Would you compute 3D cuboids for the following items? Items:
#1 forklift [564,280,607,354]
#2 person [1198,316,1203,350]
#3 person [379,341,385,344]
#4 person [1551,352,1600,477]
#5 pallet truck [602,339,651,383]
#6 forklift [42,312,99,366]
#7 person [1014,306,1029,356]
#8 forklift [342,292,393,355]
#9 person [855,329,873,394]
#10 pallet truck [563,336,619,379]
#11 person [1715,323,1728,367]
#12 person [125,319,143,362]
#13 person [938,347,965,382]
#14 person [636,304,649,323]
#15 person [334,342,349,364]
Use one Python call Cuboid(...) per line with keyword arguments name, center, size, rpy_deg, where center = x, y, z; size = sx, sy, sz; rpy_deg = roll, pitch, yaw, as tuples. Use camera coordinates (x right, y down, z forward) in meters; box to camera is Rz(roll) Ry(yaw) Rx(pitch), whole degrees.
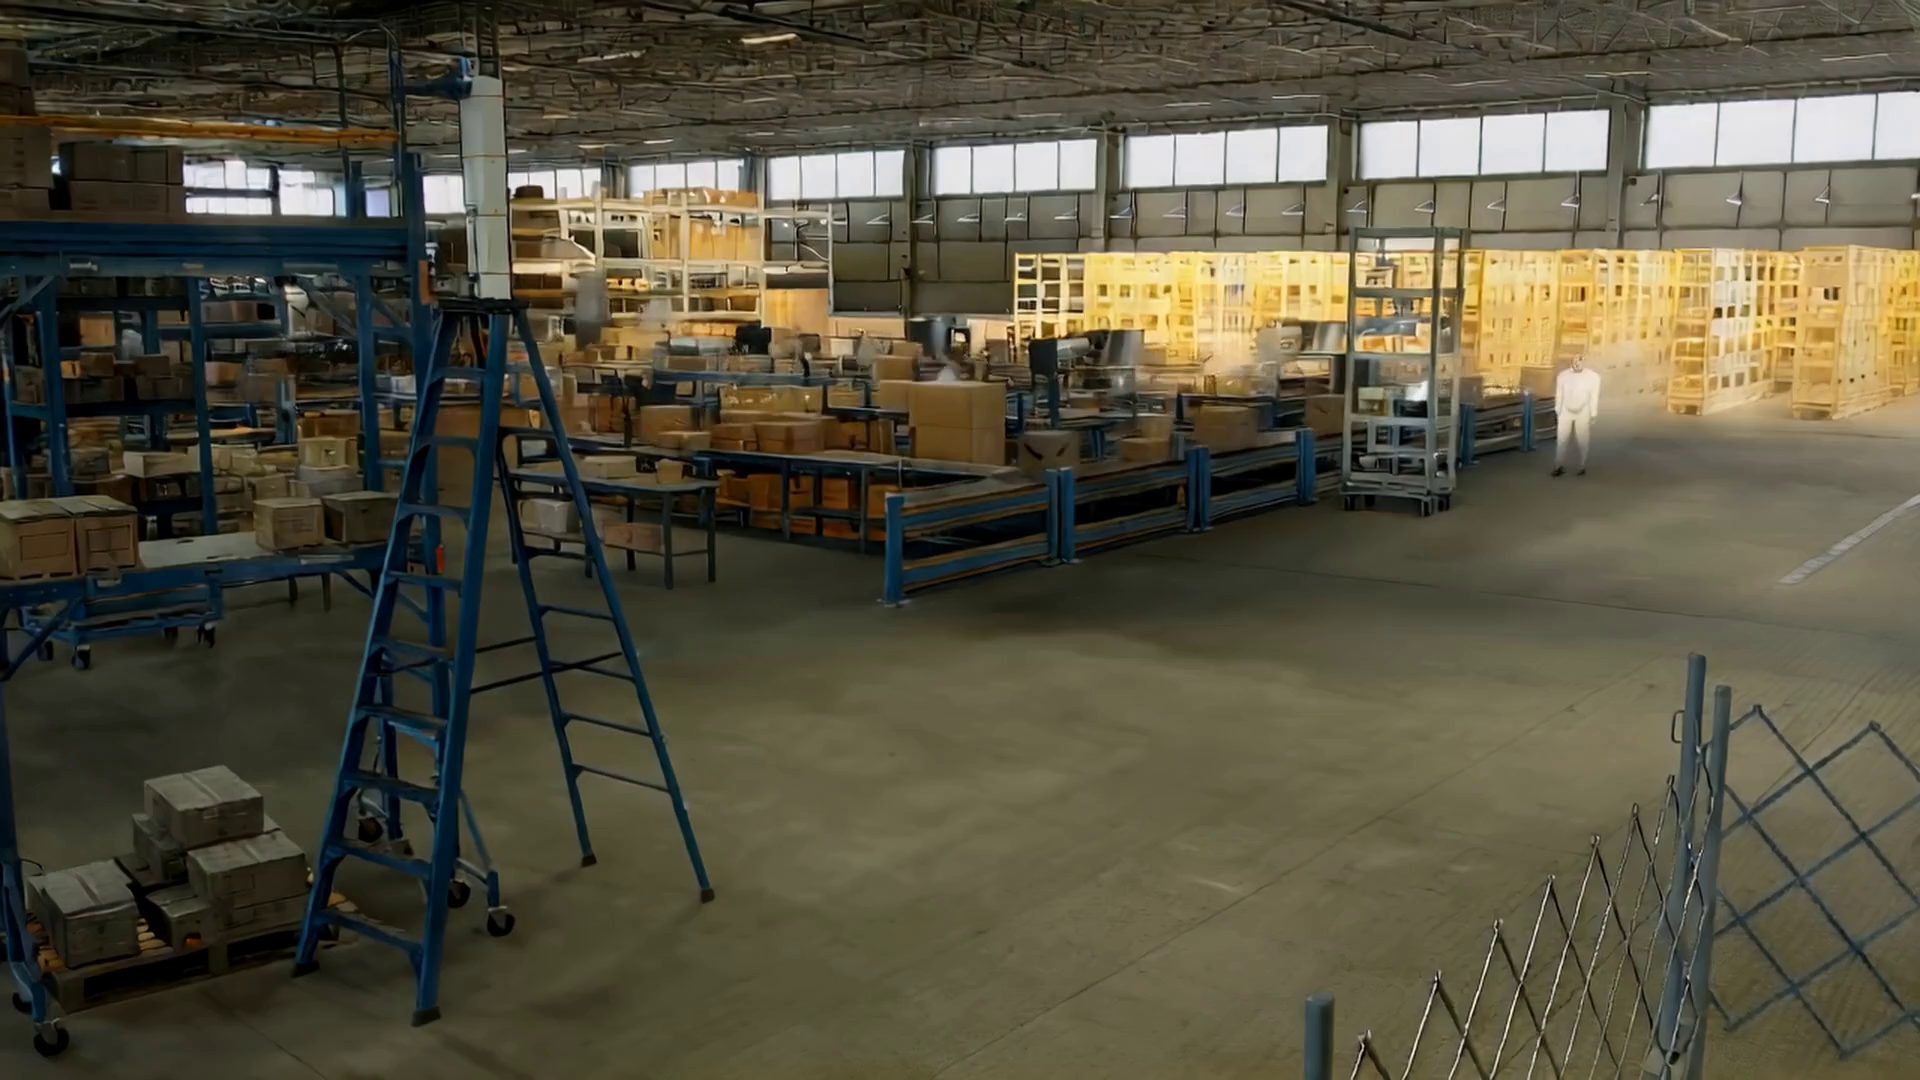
Cuboid(name="forklift", center=(-11.555, -6.759, 52.214), size=(1.129, 2.768, 1.873), rpy_deg=(-9, 12, -43))
Cuboid(name="person", center=(7.603, -6.247, 52.428), size=(0.942, 1.791, 0.614), rpy_deg=(6, 11, 35))
Cuboid(name="person", center=(-17.628, -5.888, 50.282), size=(0.348, 1.756, 0.518), rpy_deg=(9, 13, 44))
Cuboid(name="person", center=(9.155, -1.856, 24.789), size=(0.655, 1.861, 0.963), rpy_deg=(6, 11, 34))
Cuboid(name="pallet truck", center=(-8.991, -4.871, 45.351), size=(0.653, 1.274, 1.630), rpy_deg=(7, 11, 37))
Cuboid(name="forklift", center=(-23.779, -5.451, 44.052), size=(1.873, 2.768, 1.129), rpy_deg=(7, 11, 36))
Cuboid(name="person", center=(2.126, -7.115, 57.333), size=(0.604, 1.949, 0.389), rpy_deg=(-7, 11, -36))
Cuboid(name="forklift", center=(-16.485, -5.622, 45.120), size=(1.129, 2.768, 1.873), rpy_deg=(7, 11, 37))
Cuboid(name="person", center=(-2.292, -4.032, 38.721), size=(0.750, 1.738, 0.554), rpy_deg=(5, 10, 27))
Cuboid(name="pallet truck", center=(-10.690, -5.294, 48.215), size=(1.601, 1.201, 0.680), rpy_deg=(-5, 10, -26))
Cuboid(name="person", center=(19.696, -4.783, 43.104), size=(0.372, 1.843, 0.570), rpy_deg=(7, 11, 37))
Cuboid(name="person", center=(-21.041, -4.717, 42.568), size=(1.009, 1.877, 0.557), rpy_deg=(-1, 9, -6))
Cuboid(name="person", center=(-0.069, -1.791, 24.001), size=(1.055, 1.982, 0.616), rpy_deg=(5, 10, 28))
Cuboid(name="person", center=(-11.225, -7.409, 59.114), size=(0.611, 1.966, 0.728), rpy_deg=(7, 11, 37))
Cuboid(name="person", center=(-16.192, -4.730, 43.356), size=(0.544, 1.643, 0.871), rpy_deg=(7, 12, 38))
